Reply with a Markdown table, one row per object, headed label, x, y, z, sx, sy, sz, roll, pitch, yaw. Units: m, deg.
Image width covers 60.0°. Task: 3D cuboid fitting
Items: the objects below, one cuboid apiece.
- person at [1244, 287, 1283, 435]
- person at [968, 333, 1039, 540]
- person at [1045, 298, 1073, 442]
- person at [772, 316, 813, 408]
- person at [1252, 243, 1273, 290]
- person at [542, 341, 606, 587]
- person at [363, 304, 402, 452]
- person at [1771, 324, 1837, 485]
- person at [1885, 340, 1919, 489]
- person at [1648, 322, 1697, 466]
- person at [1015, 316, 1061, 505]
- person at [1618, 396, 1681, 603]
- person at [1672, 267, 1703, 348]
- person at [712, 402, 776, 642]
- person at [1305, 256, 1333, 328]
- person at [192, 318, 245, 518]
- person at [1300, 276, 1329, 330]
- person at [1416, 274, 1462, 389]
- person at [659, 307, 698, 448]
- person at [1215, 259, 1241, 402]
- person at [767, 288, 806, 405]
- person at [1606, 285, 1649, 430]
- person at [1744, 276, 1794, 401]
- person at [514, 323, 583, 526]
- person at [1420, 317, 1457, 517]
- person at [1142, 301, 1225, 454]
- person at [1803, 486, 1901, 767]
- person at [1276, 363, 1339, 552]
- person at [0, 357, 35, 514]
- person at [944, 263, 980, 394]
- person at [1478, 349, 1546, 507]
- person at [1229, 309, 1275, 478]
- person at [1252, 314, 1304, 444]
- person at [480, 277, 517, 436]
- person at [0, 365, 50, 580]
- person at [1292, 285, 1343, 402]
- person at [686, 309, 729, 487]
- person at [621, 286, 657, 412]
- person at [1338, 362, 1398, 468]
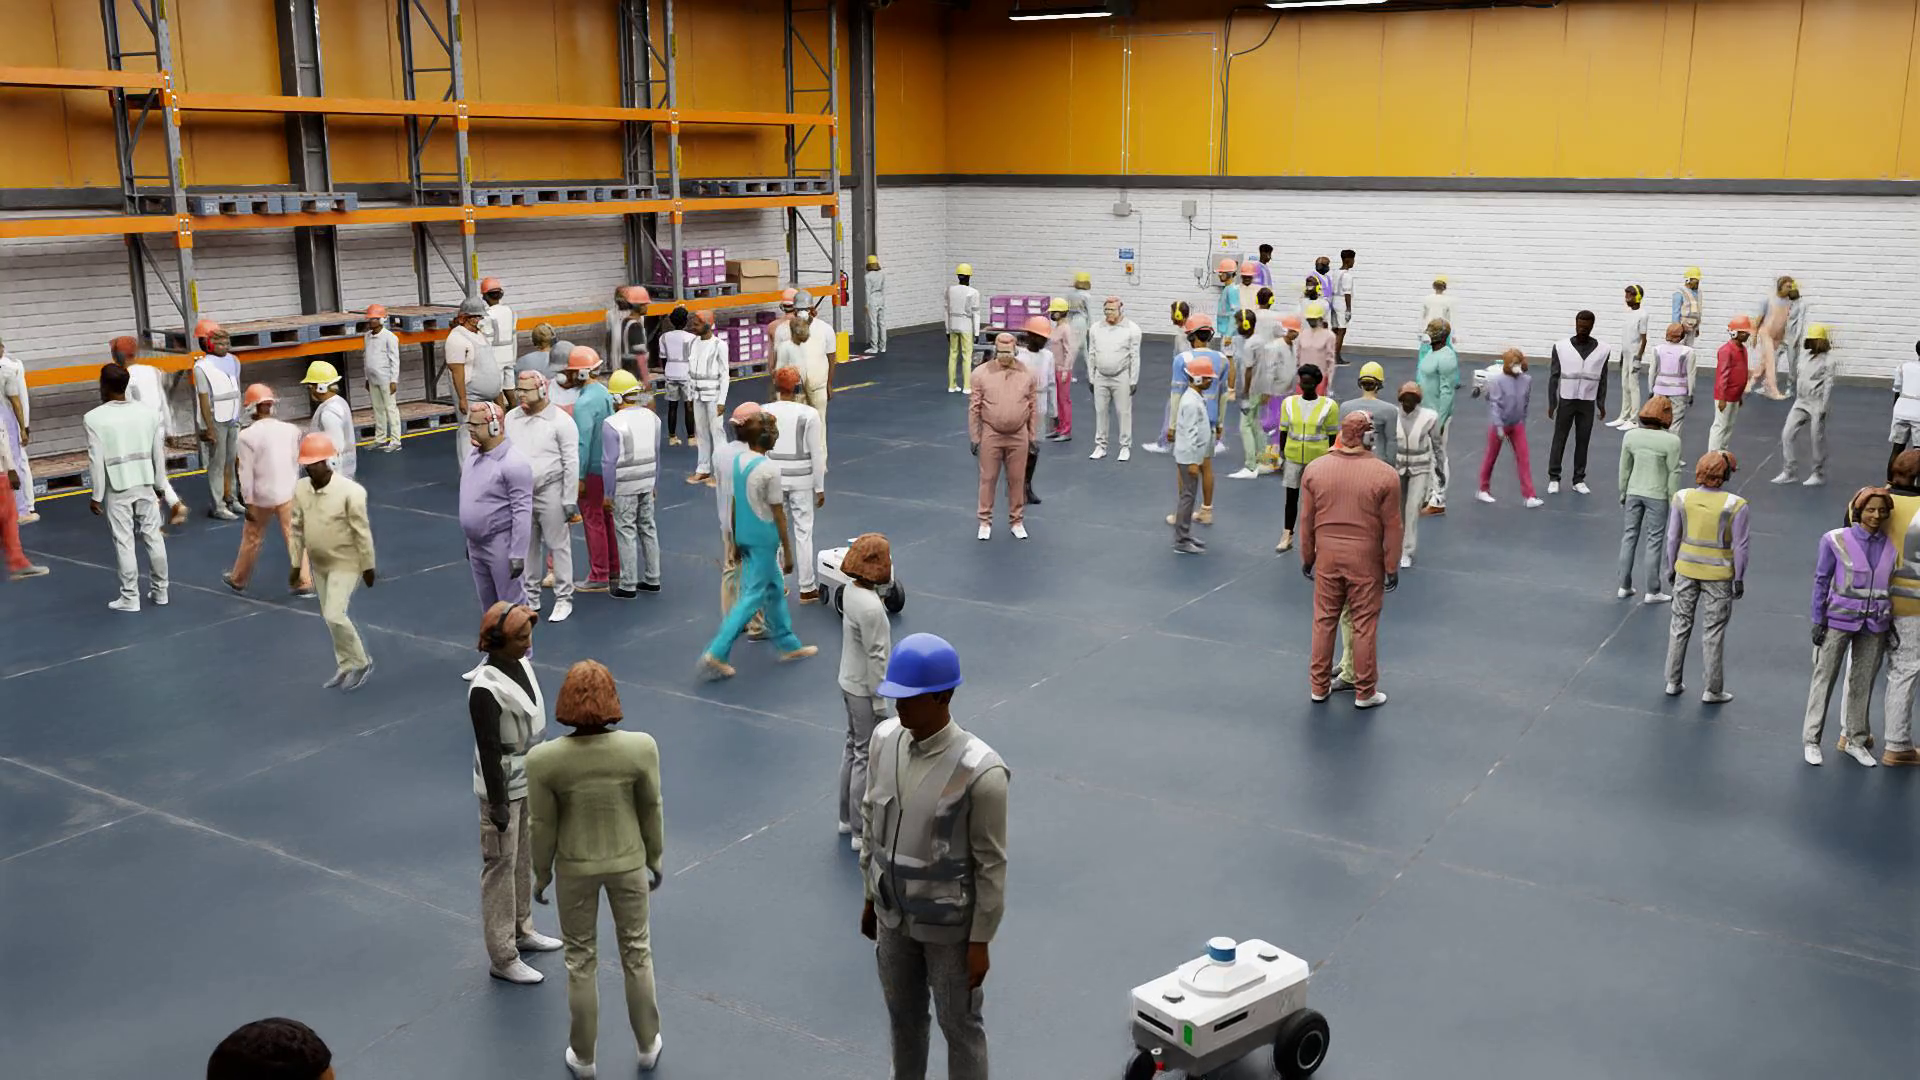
| label | x | y | z | sx | sy | sz | roll | pitch | yaw |
| --- | --- | --- | --- | --- | --- | --- | --- | --- | --- |
| person | 3.808 | -2.245 | 20.934 | 0.521 | 1.865 | 0.328 | 4 | 14 | 17 |
| person | 0.412 | -0.939 | 15.198 | 0.669 | 1.902 | 0.404 | -2 | 13 | -8 |
| person | 1.217 | -2.097 | 20.503 | 0.313 | 1.769 | 0.523 | -5 | 14 | -19 |
| person | -1.795 | -1.463 | 17.668 | 0.396 | 1.804 | 0.579 | 3 | 13 | 14 |
| person | 5.342 | -4.259 | 29.446 | 0.367 | 1.964 | 0.604 | 5 | 14 | 19 |
| person | -3.141 | -0.611 | 13.456 | 0.684 | 2.000 | 0.535 | 1 | 13 | 4 |
| person | -6.904 | -1.932 | 19.804 | 0.559 | 1.756 | 0.318 | 8 | 15 | 31 |
| person | 8.982 | -1.419 | 17.642 | 0.675 | 1.722 | 0.506 | -5 | 14 | -19 |
| person | 9.770 | -1.247 | 16.996 | 0.321 | 1.686 | 0.539 | -7 | 15 | -26 |
| person | 8.043 | -1.646 | 18.823 | 0.522 | 1.640 | 0.306 | 12 | 18 | 42 |
| person | 0.736 | -1.289 | 16.701 | 0.549 | 1.903 | 0.467 | -10 | 16 | -37 |
| person | 5.425 | -0.324 | 13.102 | 0.283 | 1.633 | 0.498 | -9 | 16 | -35 |
| person | 11.138 | -3.274 | 25.497 | 0.585 | 1.824 | 0.405 | -8 | 15 | -32 |
| person | -1.532 | -0.131 | 12.029 | 0.561 | 1.744 | 0.342 | 10 | 17 | 38 |
| person | 6.011 | -3.823 | 27.859 | 0.430 | 1.838 | 0.632 | 12 | 18 | 42 |
| person | -7.208 | -1.178 | 16.145 | 0.373 | 1.934 | 0.551 | 4 | 13 | 15 |
| person | 4.803 | -2.682 | 22.809 | 0.327 | 1.874 | 0.518 | -11 | 17 | -39 |
| person | 7.238 | -3.132 | 25.085 | 0.672 | 1.734 | 0.462 | 4 | 14 | 17 |
| person | -3.355 | -1.952 | 20.026 | 0.535 | 1.697 | 0.318 | 5 | 14 | 21 |
| person | 3.797 | -2.986 | 23.751 | 0.374 | 2.042 | 0.615 | 1 | 13 | 3 |
| person | -1.909 | -1.876 | 19.045 | 0.608 | 1.994 | 0.381 | 6 | 14 | 25 |
| person | 8.607 | -2.341 | 21.349 | 0.323 | 1.865 | 0.522 | -1 | 13 | -2 |
| person | 11.782 | -2.956 | 24.191 | 0.514 | 1.799 | 0.917 | -2 | 13 | -10 |
| person | -3.879 | -1.082 | 15.724 | 0.630 | 1.940 | 0.370 | 4 | 13 | 15 |
| person | 4.619 | -1.198 | 16.226 | 0.364 | 1.940 | 0.636 | 0 | 13 | -1 |
| person | 2.673 | -1.879 | 19.486 | 0.989 | 1.825 | 0.552 | 8 | 15 | 31 |
| person | 5.136 | 0.494 | 9.542 | 0.511 | 1.641 | 0.309 | 1 | 13 | 4 |
| person | 3.055 | -0.714 | 14.653 | 0.537 | 1.697 | 0.320 | 6 | 14 | 25 |
| person | -9.164 | -1.084 | 15.855 | 0.360 | 1.884 | 0.574 | 10 | 16 | 37 |
| person | 0.039 | -3.129 | 24.659 | 0.582 | 1.919 | 0.396 | 6 | 14 | 26 |
| person | 5.518 | -1.111 | 16.631 | 0.504 | 1.583 | 0.832 | -4 | 14 | -17 |
| person | 3.207 | -1.587 | 18.108 | 0.491 | 1.850 | 0.646 | 5 | 14 | 22 |
| person | 3.624 | -1.737 | 19.048 | 0.595 | 1.719 | 0.578 | 10 | 16 | 37 |
| person | -5.619 | -2.155 | 20.162 | 0.395 | 2.035 | 0.614 | 6 | 14 | 23 |
| person | -8.016 | -0.608 | 13.641 | 0.723 | 1.950 | 0.652 | -10 | 16 | -37 |
| person | 5.017 | -2.825 | 23.773 | 0.885 | 1.721 | 0.526 | 13 | 18 | 44 |
| person | -2.697 | -1.513 | 17.715 | 0.574 | 1.883 | 0.355 | 10 | 16 | 37 |
| person | -3.655 | -1.879 | 18.983 | 0.416 | 2.027 | 0.617 | -4 | 13 | -15 |
| person | 3.471 | -0.637 | 14.196 | 0.524 | 1.761 | 0.339 | 8 | 15 | 32 |
